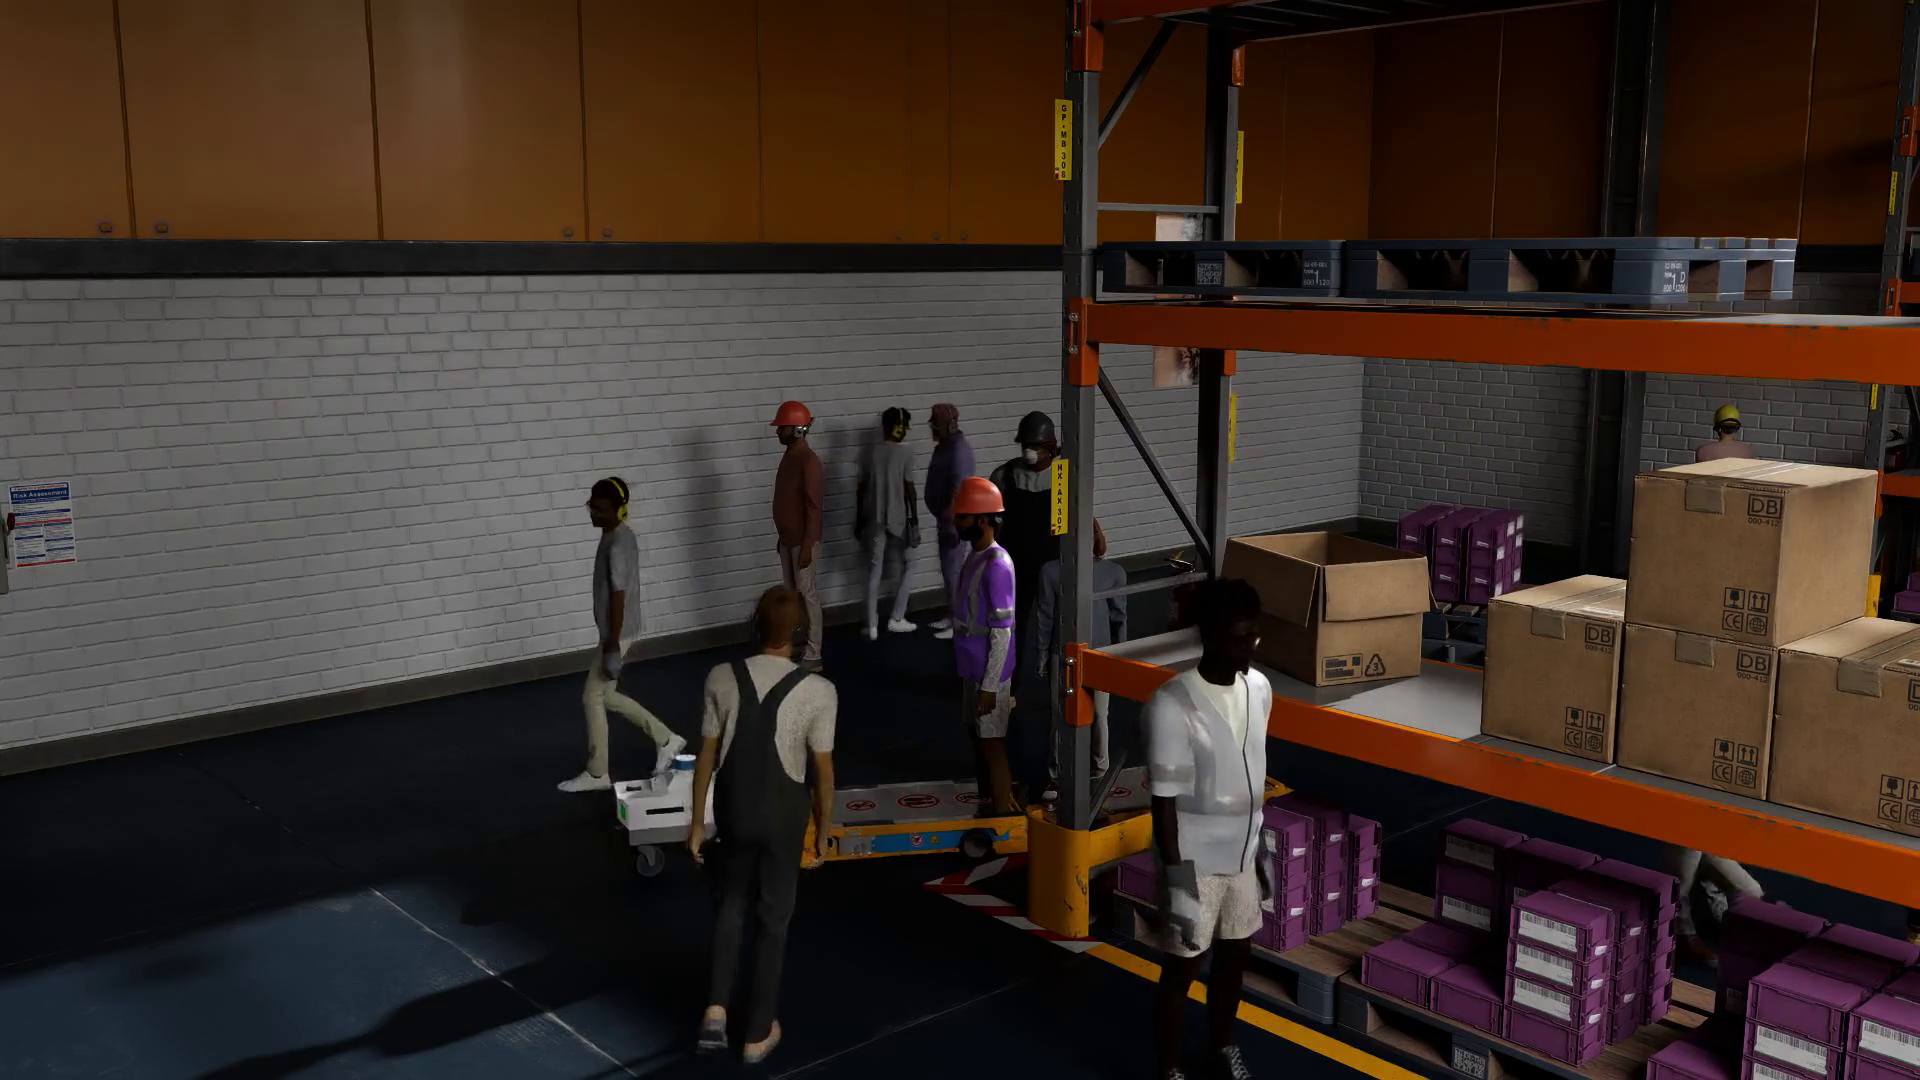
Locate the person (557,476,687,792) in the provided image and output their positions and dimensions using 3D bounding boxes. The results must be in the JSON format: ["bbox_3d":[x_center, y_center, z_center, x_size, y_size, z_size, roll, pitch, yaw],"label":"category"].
[{"bbox_3d":[-1.947,0.537,9.352,0.654,1.829,0.550,-1,10,-6],"label":"person"}]

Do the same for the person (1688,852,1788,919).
[{"bbox_3d":[3.319,0.910,7.254,0.594,1.803,0.676,-7,12,-36],"label":"person"}]

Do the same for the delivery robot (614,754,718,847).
[{"bbox_3d":[-1.359,1.311,8.271,0.707,0.478,0.477,-3,10,-15],"label":"delivery robot"}]

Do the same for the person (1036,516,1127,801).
[{"bbox_3d":[0.671,0.653,9.242,0.508,1.633,0.274,2,10,10],"label":"person"}]

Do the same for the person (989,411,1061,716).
[{"bbox_3d":[0.500,0.161,10.936,0.688,2.000,0.536,1,10,6],"label":"person"}]

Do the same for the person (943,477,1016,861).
[{"bbox_3d":[0.095,0.645,8.405,0.362,1.938,0.545,-2,10,-13],"label":"person"}]

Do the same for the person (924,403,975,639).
[{"bbox_3d":[-0.092,-0.154,13.260,0.398,1.890,0.701,-2,10,-10],"label":"person"}]

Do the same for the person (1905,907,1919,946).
[{"bbox_3d":[4.242,1.006,6.999,0.318,1.697,0.535,-2,10,-13],"label":"person"}]

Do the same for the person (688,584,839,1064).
[{"bbox_3d":[-0.734,1.077,6.234,0.565,1.814,0.470,2,10,10],"label":"person"}]

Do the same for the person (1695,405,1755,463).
[{"bbox_3d":[6.545,-0.281,14.330,0.534,1.767,0.313,-1,10,-3],"label":"person"}]

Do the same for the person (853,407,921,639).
[{"bbox_3d":[-0.565,-0.136,13.246,0.650,1.845,0.536,4,11,23],"label":"person"}]

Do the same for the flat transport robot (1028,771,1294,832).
[{"bbox_3d":[1.142,1.391,8.908,1.431,0.197,0.652,-4,11,-24],"label":"flat transport robot"}]

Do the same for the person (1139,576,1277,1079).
[{"bbox_3d":[0.878,1.078,5.792,0.641,1.963,0.364,-8,13,-40],"label":"person"}]

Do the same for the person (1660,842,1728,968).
[{"bbox_3d":[3.292,0.856,7.170,0.634,1.936,0.351,-6,12,-33],"label":"person"}]

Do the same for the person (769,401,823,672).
[{"bbox_3d":[-1.193,-0.020,12.131,0.375,1.995,0.611,-5,11,-26],"label":"person"}]

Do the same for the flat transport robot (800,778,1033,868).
[{"bbox_3d":[-0.292,1.446,8.584,1.431,0.197,0.652,-2,10,-11],"label":"flat transport robot"}]
